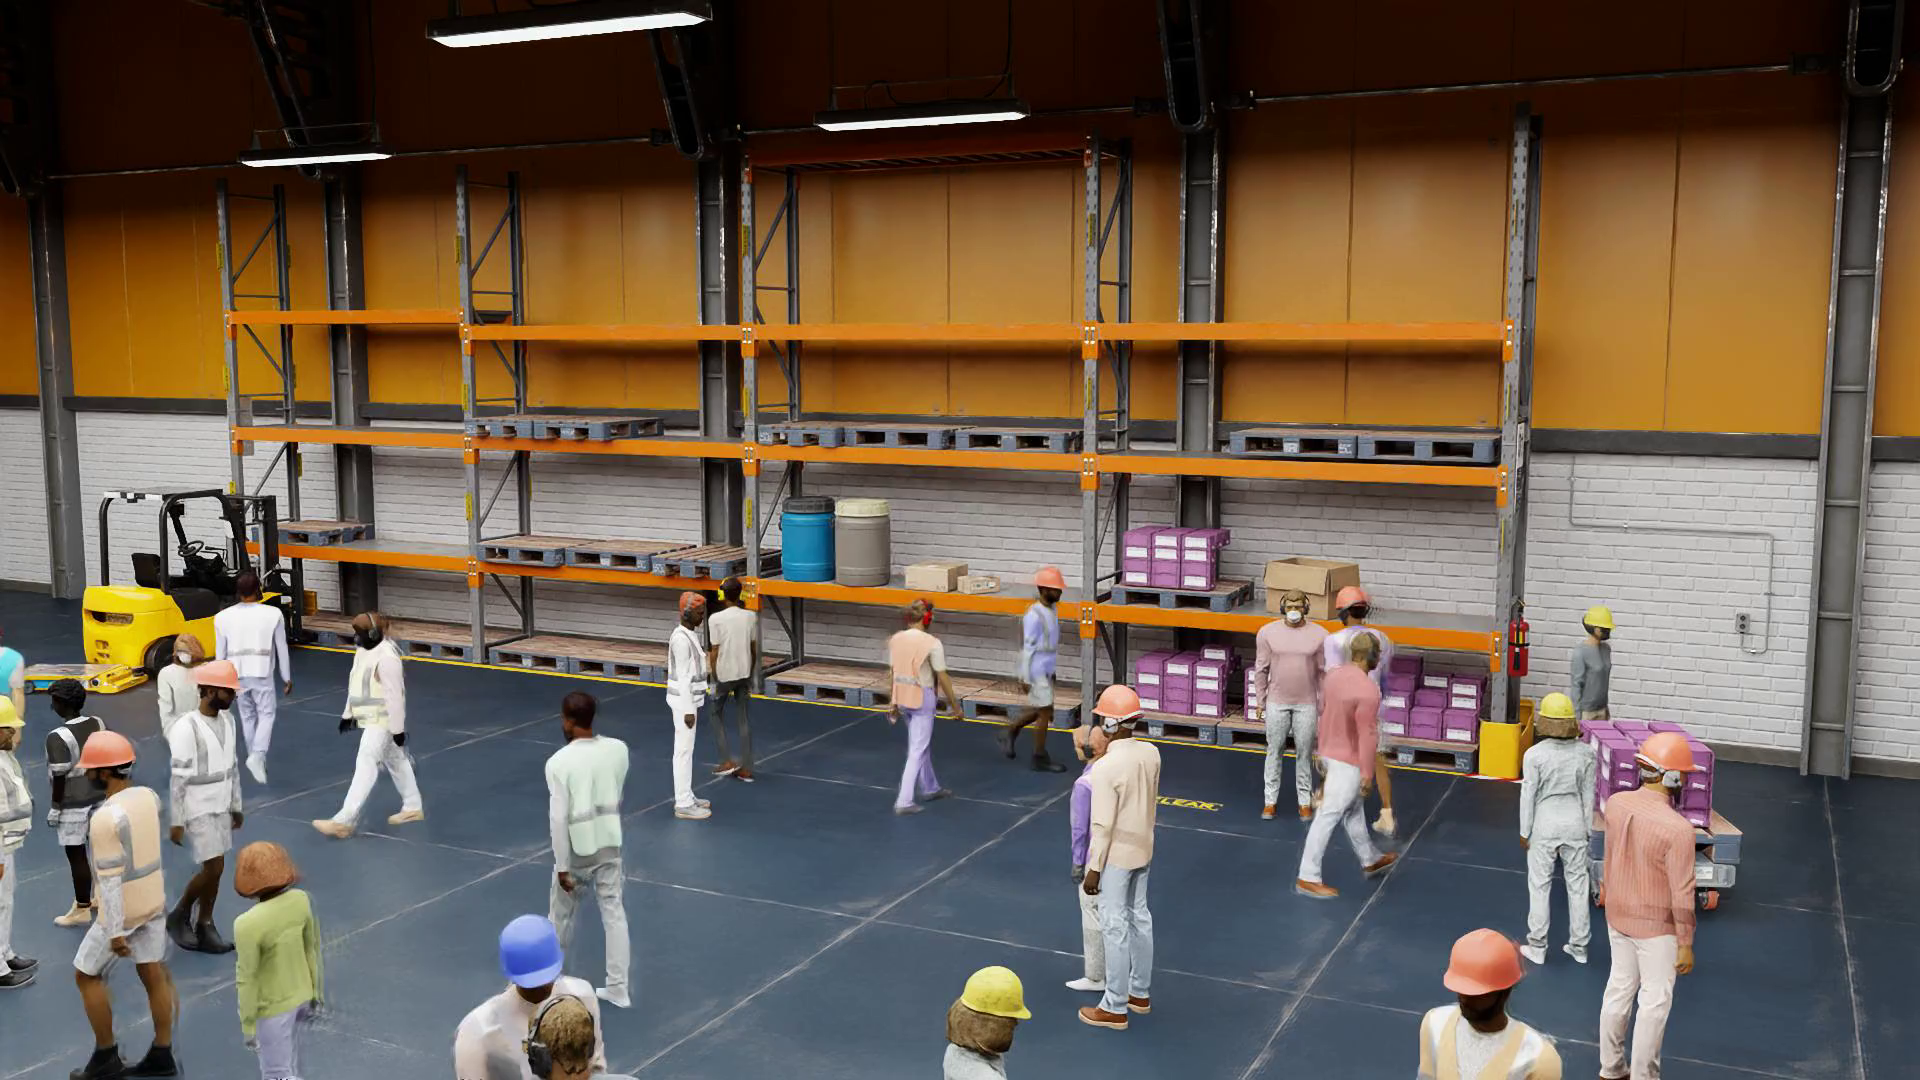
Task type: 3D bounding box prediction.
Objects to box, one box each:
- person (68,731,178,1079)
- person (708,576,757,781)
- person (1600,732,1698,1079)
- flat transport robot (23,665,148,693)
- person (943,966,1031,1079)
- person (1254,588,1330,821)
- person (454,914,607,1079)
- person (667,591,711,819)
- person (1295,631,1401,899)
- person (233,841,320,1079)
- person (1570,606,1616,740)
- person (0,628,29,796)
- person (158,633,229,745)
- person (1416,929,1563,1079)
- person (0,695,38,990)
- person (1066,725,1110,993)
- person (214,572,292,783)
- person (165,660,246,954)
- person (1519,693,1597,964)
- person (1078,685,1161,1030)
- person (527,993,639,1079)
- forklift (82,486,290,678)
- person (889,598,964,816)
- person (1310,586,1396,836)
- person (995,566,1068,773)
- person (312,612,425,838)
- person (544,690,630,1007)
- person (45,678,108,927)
[{"bbox_3d":[-4.532,1.959,8.888,0.649,1.918,0.554,1,7,9],"label":"person"},{"bbox_3d":[-2.075,1.246,15.054,0.554,1.845,0.585,-5,9,-38],"label":"person"},{"bbox_3d":[3.560,1.966,8.571,0.412,1.982,0.622,-2,7,-17],"label":"person"},{"bbox_3d":[-10.088,1.566,18.871,1.431,0.197,0.652,0,7,2],"label":"flat transport robot"},{"bbox_3d":[0.094,2.394,6.036,0.319,1.734,0.483,-2,7,-16],"label":"person"},{"bbox_3d":[2.751,1.356,13.771,0.631,1.940,0.372,1,7,9],"label":"person"},{"bbox_3d":[-1.553,2.292,6.200,0.453,1.918,0.661,5,9,37],"label":"person"},{"bbox_3d":[-2.269,1.367,13.899,0.355,1.887,0.572,-1,7,-7],"label":"person"},{"bbox_3d":[2.851,1.599,12.009,1.017,1.873,0.713,-2,7,-13],"label":"person"},{"bbox_3d":[-3.167,2.231,7.924,0.686,1.609,0.512,2,7,16],"label":"person"},{"bbox_3d":[5.308,1.420,13.966,0.533,1.765,0.331,-6,9,-39],"label":"person"},{"bbox_3d":[-7.889,1.473,13.507,0.619,1.779,0.942,-1,7,-12],"label":"person"},{"bbox_3d":[-6.282,1.549,13.638,0.495,1.581,0.889,-1,7,-11],"label":"person"},{"bbox_3d":[1.918,2.309,6.039,0.867,1.913,0.551,-6,9,-39],"label":"person"},{"bbox_3d":[-5.911,1.849,10.204,0.403,1.819,0.602,-4,8,-27],"label":"person"},{"bbox_3d":[0.834,1.942,10.208,0.318,1.631,0.513,4,8,28],"label":"person"},{"bbox_3d":[-6.369,1.237,14.960,0.618,1.890,0.741,-1,7,-12],"label":"person"},{"bbox_3d":[-4.852,1.733,10.753,0.434,1.913,0.589,2,7,12],"label":"person"},{"bbox_3d":[3.807,1.838,10.643,0.488,1.737,0.321,0,7,-2],"label":"person"},{"bbox_3d":[0.928,1.825,9.664,0.377,1.995,0.608,5,9,38],"label":"person"},{"bbox_3d":[-1.231,2.390,5.294,0.381,1.928,0.634,4,8,33],"label":"person"},{"bbox_3d":[-9.426,0.454,20.179,1.214,2.155,2.313,3,8,26],"label":"forklift"},{"bbox_3d":[-0.300,1.389,14.024,0.769,1.808,0.583,-6,9,-41],"label":"person"},{"bbox_3d":[3.232,1.372,13.580,0.650,1.969,1.078,-2,7,-17],"label":"person"},{"bbox_3d":[0.664,1.179,15.306,0.680,1.922,0.567,3,7,21],"label":"person"},{"bbox_3d":[-4.782,1.472,13.413,0.960,1.792,0.646,-4,8,-33],"label":"person"},{"bbox_3d":[-2.311,1.834,10.060,0.889,1.884,0.592,7,10,44],"label":"person"},{"bbox_3d":[-6.005,1.773,11.325,0.319,1.694,0.534,1,7,7],"label":"person"}]
